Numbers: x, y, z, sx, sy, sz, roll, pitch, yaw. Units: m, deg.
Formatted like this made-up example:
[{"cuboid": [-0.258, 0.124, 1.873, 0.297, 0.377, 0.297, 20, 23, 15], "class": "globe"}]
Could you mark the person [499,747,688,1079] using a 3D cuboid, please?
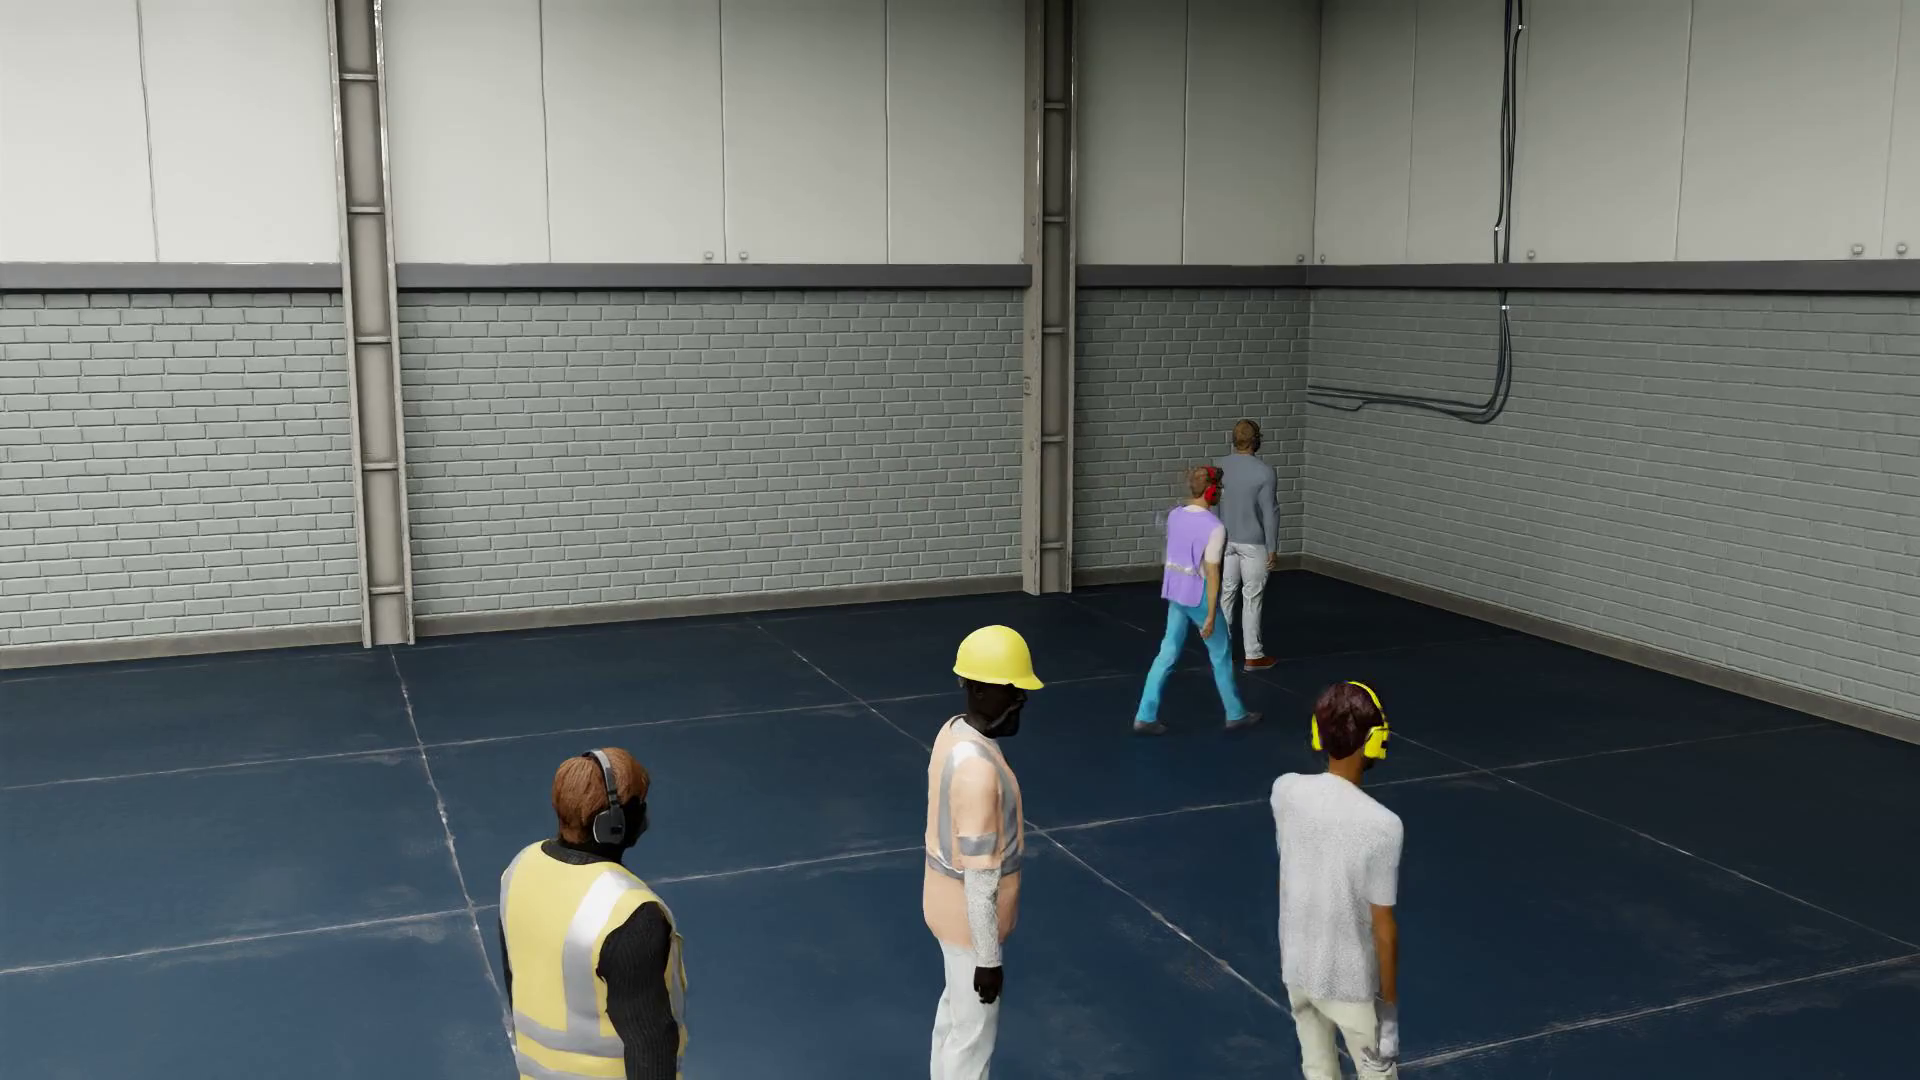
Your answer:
[{"cuboid": [-0.920, 1.437, 4.316, 0.430, 1.843, 0.625, -9, 13, -44], "class": "person"}]

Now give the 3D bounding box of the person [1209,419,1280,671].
[{"cuboid": [2.190, 0.035, 12.815, 0.629, 1.940, 0.372, 9, 13, 44], "class": "person"}]

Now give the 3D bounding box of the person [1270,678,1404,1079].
[{"cuboid": [1.135, 1.326, 5.004, 0.469, 1.850, 0.531, -8, 12, -39], "class": "person"}]

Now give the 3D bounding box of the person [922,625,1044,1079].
[{"cuboid": [0.070, 1.221, 5.415, 0.383, 1.923, 0.590, -1, 9, -5], "class": "person"}]

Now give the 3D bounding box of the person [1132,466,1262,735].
[{"cuboid": [1.563, 0.401, 10.963, 0.968, 1.802, 0.567, -6, 11, -33], "class": "person"}]
